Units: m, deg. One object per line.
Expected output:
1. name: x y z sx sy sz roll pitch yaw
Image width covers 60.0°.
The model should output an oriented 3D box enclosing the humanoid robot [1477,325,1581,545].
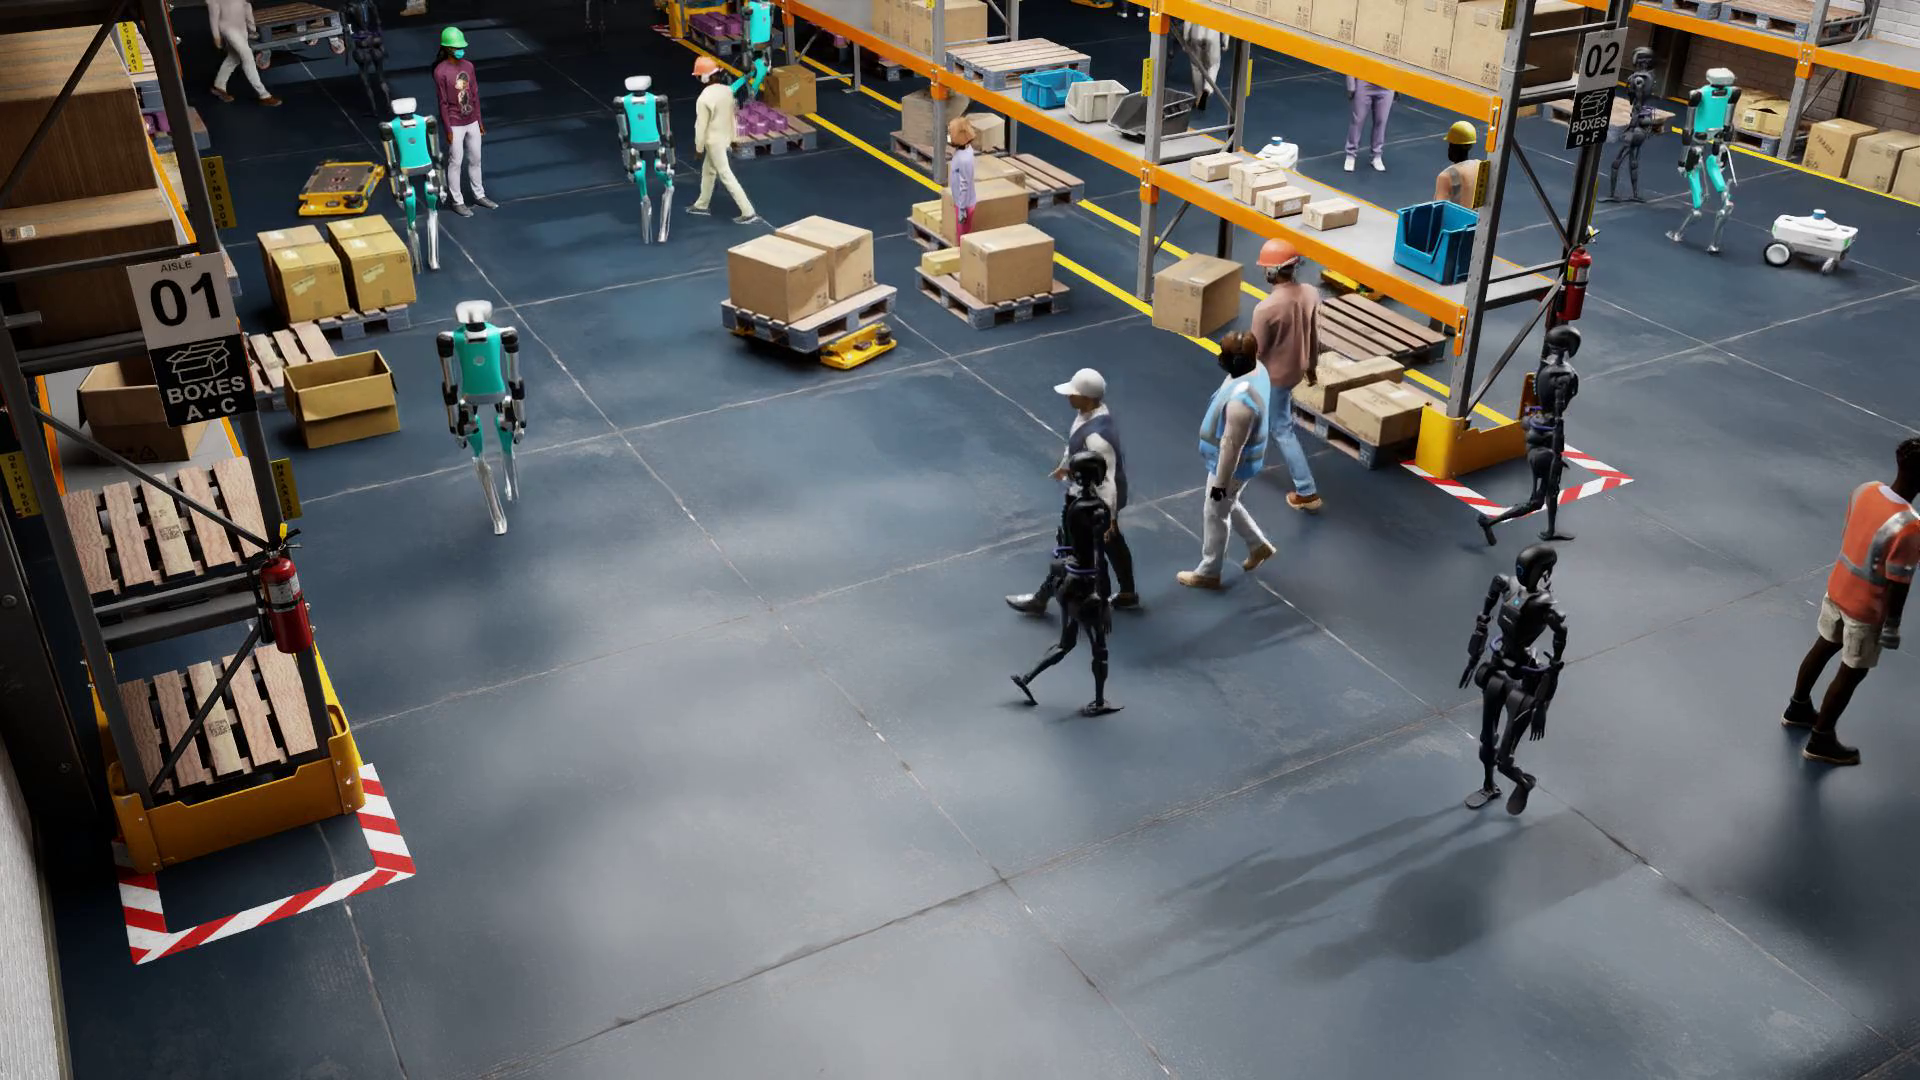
1. humanoid robot: 3.953 -0.699 11.258 0.721 1.623 0.599 4 30 6

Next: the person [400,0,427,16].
1. person: -8.537 -8.947 25.429 0.558 1.824 0.644 -10 31 -17

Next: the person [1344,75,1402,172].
1. person: 4.642 -5.078 18.607 0.650 1.905 0.406 0 30 -1

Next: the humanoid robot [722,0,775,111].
1. humanoid robot: -2.554 -5.697 19.897 0.712 1.822 0.554 19 35 29

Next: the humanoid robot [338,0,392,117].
1. humanoid robot: -7.359 -6.123 20.660 0.371 1.646 0.584 21 36 32

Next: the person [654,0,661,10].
1. person: -4.664 -9.171 25.886 0.572 1.746 0.343 -6 30 -10

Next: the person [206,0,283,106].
1. person: -9.224 -6.445 21.016 0.984 1.885 0.658 7 31 13

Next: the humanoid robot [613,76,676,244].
1. humanoid robot: -3.064 -3.726 16.520 0.543 1.871 0.766 -1 30 -1

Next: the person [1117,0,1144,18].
1. person: 2.642 -8.910 25.335 0.508 1.847 0.339 -3 30 -6

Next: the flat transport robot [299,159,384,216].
1. flat transport robot: -6.726 -3.842 18.098 0.659 0.231 1.431 -4 30 -7

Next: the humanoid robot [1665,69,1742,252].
1. humanoid robot: 7.419 -3.668 16.339 0.550 1.782 0.876 -5 30 -9

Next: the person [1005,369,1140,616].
1. person: 0.758 -0.284 10.449 0.909 1.708 0.782 0 30 1

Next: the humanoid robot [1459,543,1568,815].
1. humanoid robot: 2.899 0.727 8.728 0.356 1.644 0.584 -18 34 -28

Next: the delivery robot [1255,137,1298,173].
1. delivery robot: 3.445 -4.107 18.291 0.507 0.613 0.785 14 33 23

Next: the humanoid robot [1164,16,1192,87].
1. humanoid robot: 2.913 -6.789 21.838 0.720 1.629 0.591 21 36 31

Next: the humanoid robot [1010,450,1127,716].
1. humanoid robot: 0.631 0.260 9.563 0.607 1.643 0.601 -10 31 -17

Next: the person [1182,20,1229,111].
1. person: 3.042 -6.256 20.685 0.579 1.879 0.667 7 31 13

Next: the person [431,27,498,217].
1. person: -5.192 -4.361 17.329 0.436 1.942 0.487 20 35 31

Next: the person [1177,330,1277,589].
1. person: 1.750 -0.501 10.710 0.554 1.830 0.643 8 31 14

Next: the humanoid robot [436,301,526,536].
1. humanoid robot: -3.268 -0.881 11.555 0.547 1.855 0.837 -7 31 -12

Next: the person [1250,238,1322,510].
1. person: 2.288 -1.192 11.814 0.636 1.937 1.037 -25 38 -37

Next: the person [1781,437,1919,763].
1. person: 5.003 0.318 9.171 0.397 1.954 0.604 1 30 2

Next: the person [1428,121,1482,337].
1. person: 4.223 -2.650 14.360 0.590 1.925 0.382 -22 36 -33

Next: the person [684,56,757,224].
1. person: -2.507 -4.119 17.145 0.904 1.698 0.569 10 31 16

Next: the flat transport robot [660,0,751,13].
1. flat transport robot: -4.005 -8.521 26.243 1.431 0.231 0.659 -12 32 -19

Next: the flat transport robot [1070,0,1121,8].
1. flat transport robot: 2.513 -8.741 26.626 1.431 0.231 0.659 -23 37 -34

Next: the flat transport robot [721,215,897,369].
1. flat transport robot: -1.311 -1.846 14.623 1.431 0.231 0.659 22 36 33

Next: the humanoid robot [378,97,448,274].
1. humanoid robot: -5.166 -3.325 15.828 0.543 1.876 0.765 -13 32 -21

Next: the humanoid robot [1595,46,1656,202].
1. humanoid robot: 7.147 -4.408 17.680 0.550 1.636 0.594 12 32 19

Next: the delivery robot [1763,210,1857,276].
1. delivery robot: 8.268 -2.917 16.212 0.778 0.607 0.522 20 36 31

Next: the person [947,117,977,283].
1. person: 0.019 -3.128 15.495 0.277 1.628 0.503 -1 30 -2

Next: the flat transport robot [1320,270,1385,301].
1. flat transport robot: 4.229 -2.573 15.888 1.431 0.231 0.659 -14 33 -23

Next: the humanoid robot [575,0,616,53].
1. humanoid robot: -5.164 -7.736 23.476 0.584 1.642 0.550 -7 31 -12
